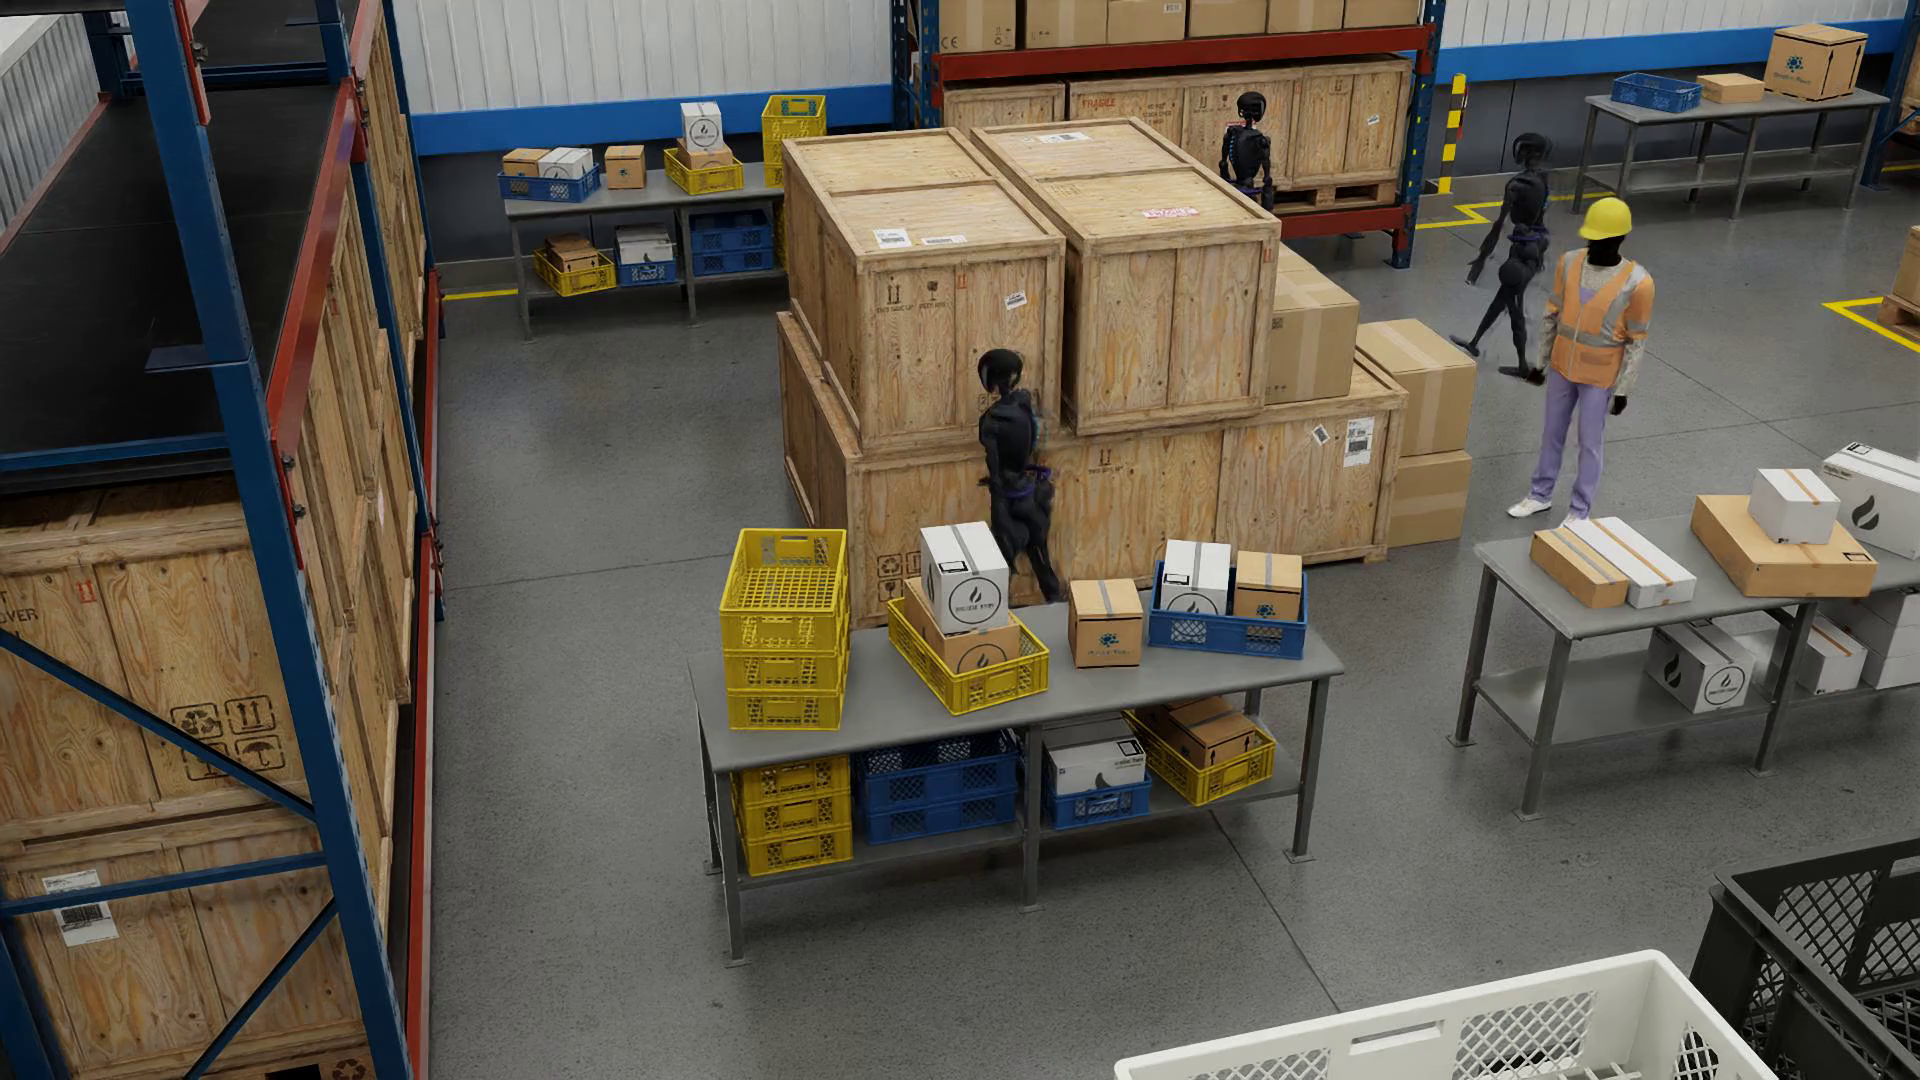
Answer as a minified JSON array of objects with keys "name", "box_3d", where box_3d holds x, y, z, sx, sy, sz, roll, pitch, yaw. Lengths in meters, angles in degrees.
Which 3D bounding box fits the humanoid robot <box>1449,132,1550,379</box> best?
[{"name":"humanoid robot","box_3d":[3.682,-1.929,11.178,0.726,1.634,0.604,19,34,31]}]

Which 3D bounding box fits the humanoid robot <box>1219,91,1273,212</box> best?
[{"name":"humanoid robot","box_3d":[2.041,-2.403,12.004,0.326,1.657,0.596,-16,32,-26]}]

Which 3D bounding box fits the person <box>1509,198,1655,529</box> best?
[{"name":"person","box_3d":[3.404,-0.928,9.091,0.392,1.922,0.595,-20,34,-31]}]

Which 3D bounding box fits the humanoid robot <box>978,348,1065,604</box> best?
[{"name":"humanoid robot","box_3d":[0.262,-0.155,7.989,0.818,1.618,0.557,15,32,25]}]
